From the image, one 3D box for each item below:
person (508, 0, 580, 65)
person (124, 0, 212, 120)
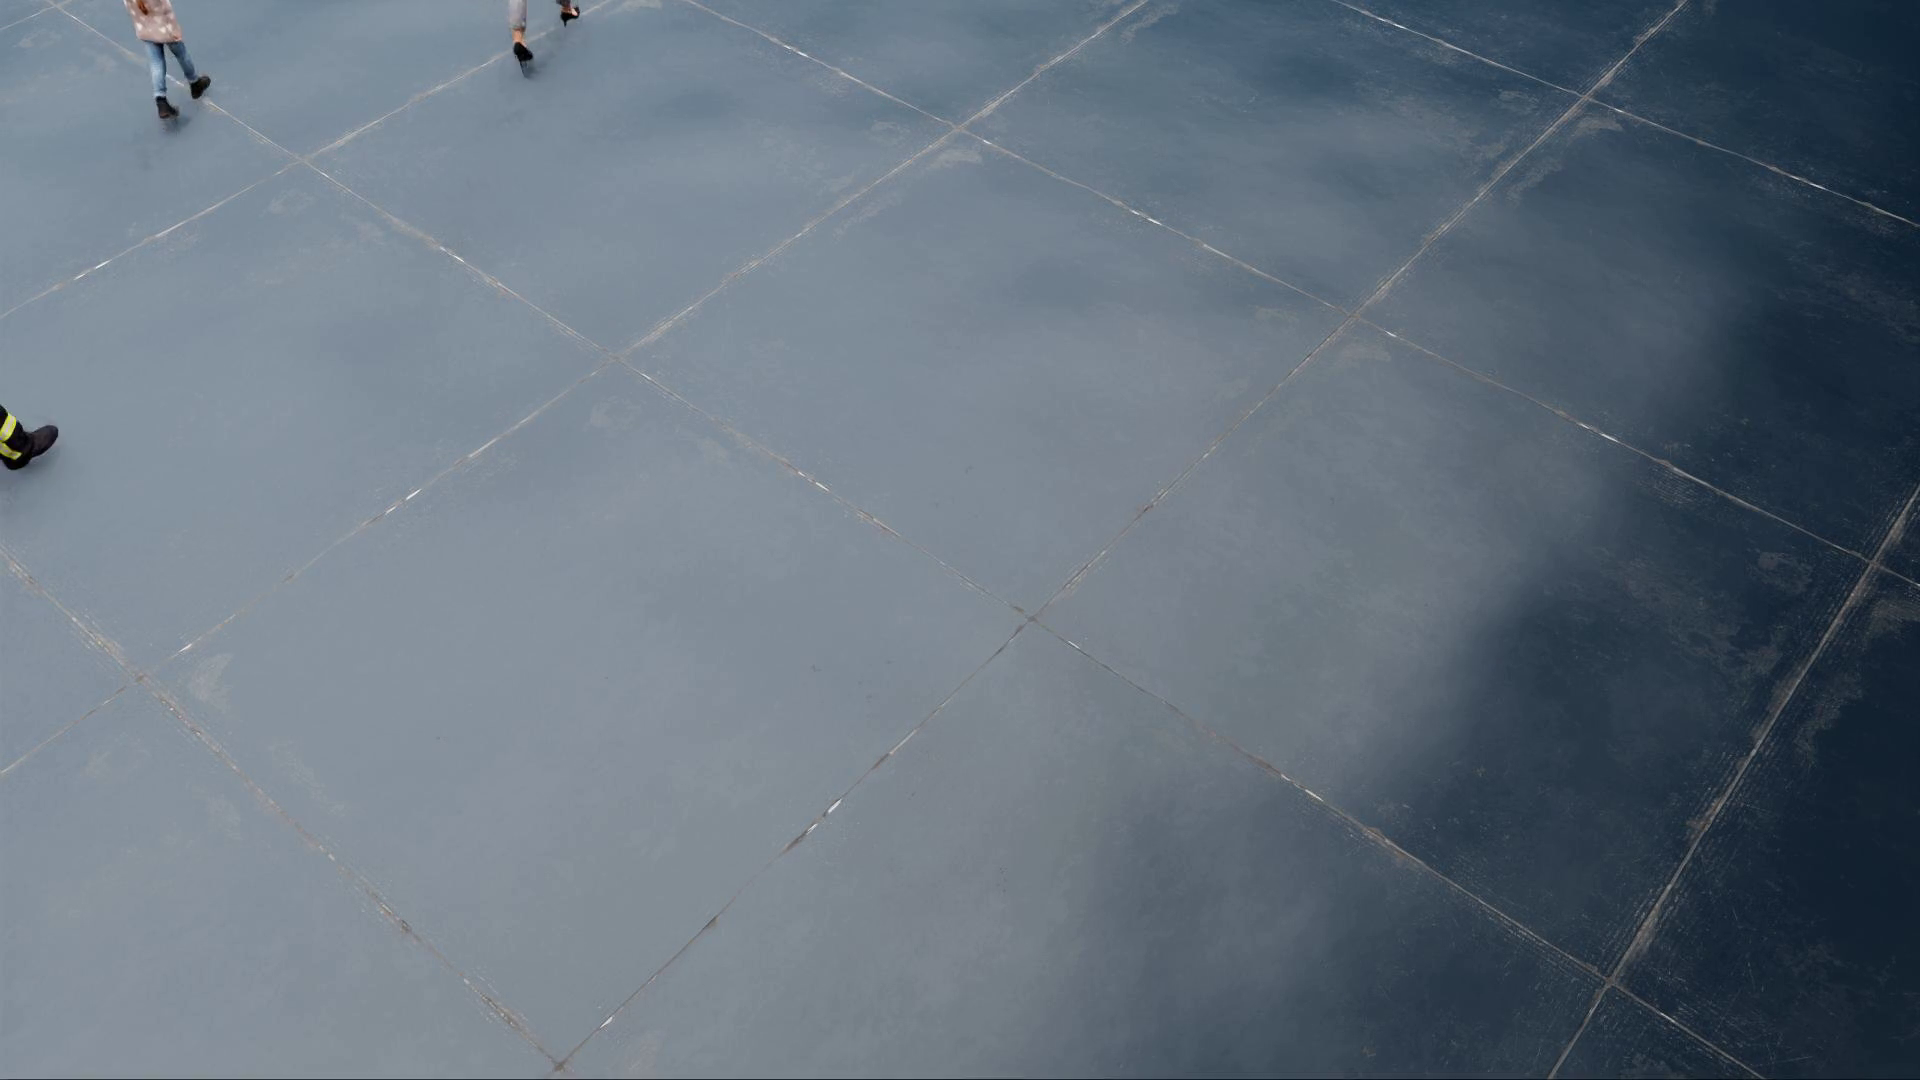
[{"bbox_3d":[-2.900,-3.942,10.977,0.962,1.636,1.173,9,48,8],"label":"person"},{"bbox_3d":[-5.173,-3.255,10.655,0.761,1.176,0.884,3,47,3],"label":"person"}]
